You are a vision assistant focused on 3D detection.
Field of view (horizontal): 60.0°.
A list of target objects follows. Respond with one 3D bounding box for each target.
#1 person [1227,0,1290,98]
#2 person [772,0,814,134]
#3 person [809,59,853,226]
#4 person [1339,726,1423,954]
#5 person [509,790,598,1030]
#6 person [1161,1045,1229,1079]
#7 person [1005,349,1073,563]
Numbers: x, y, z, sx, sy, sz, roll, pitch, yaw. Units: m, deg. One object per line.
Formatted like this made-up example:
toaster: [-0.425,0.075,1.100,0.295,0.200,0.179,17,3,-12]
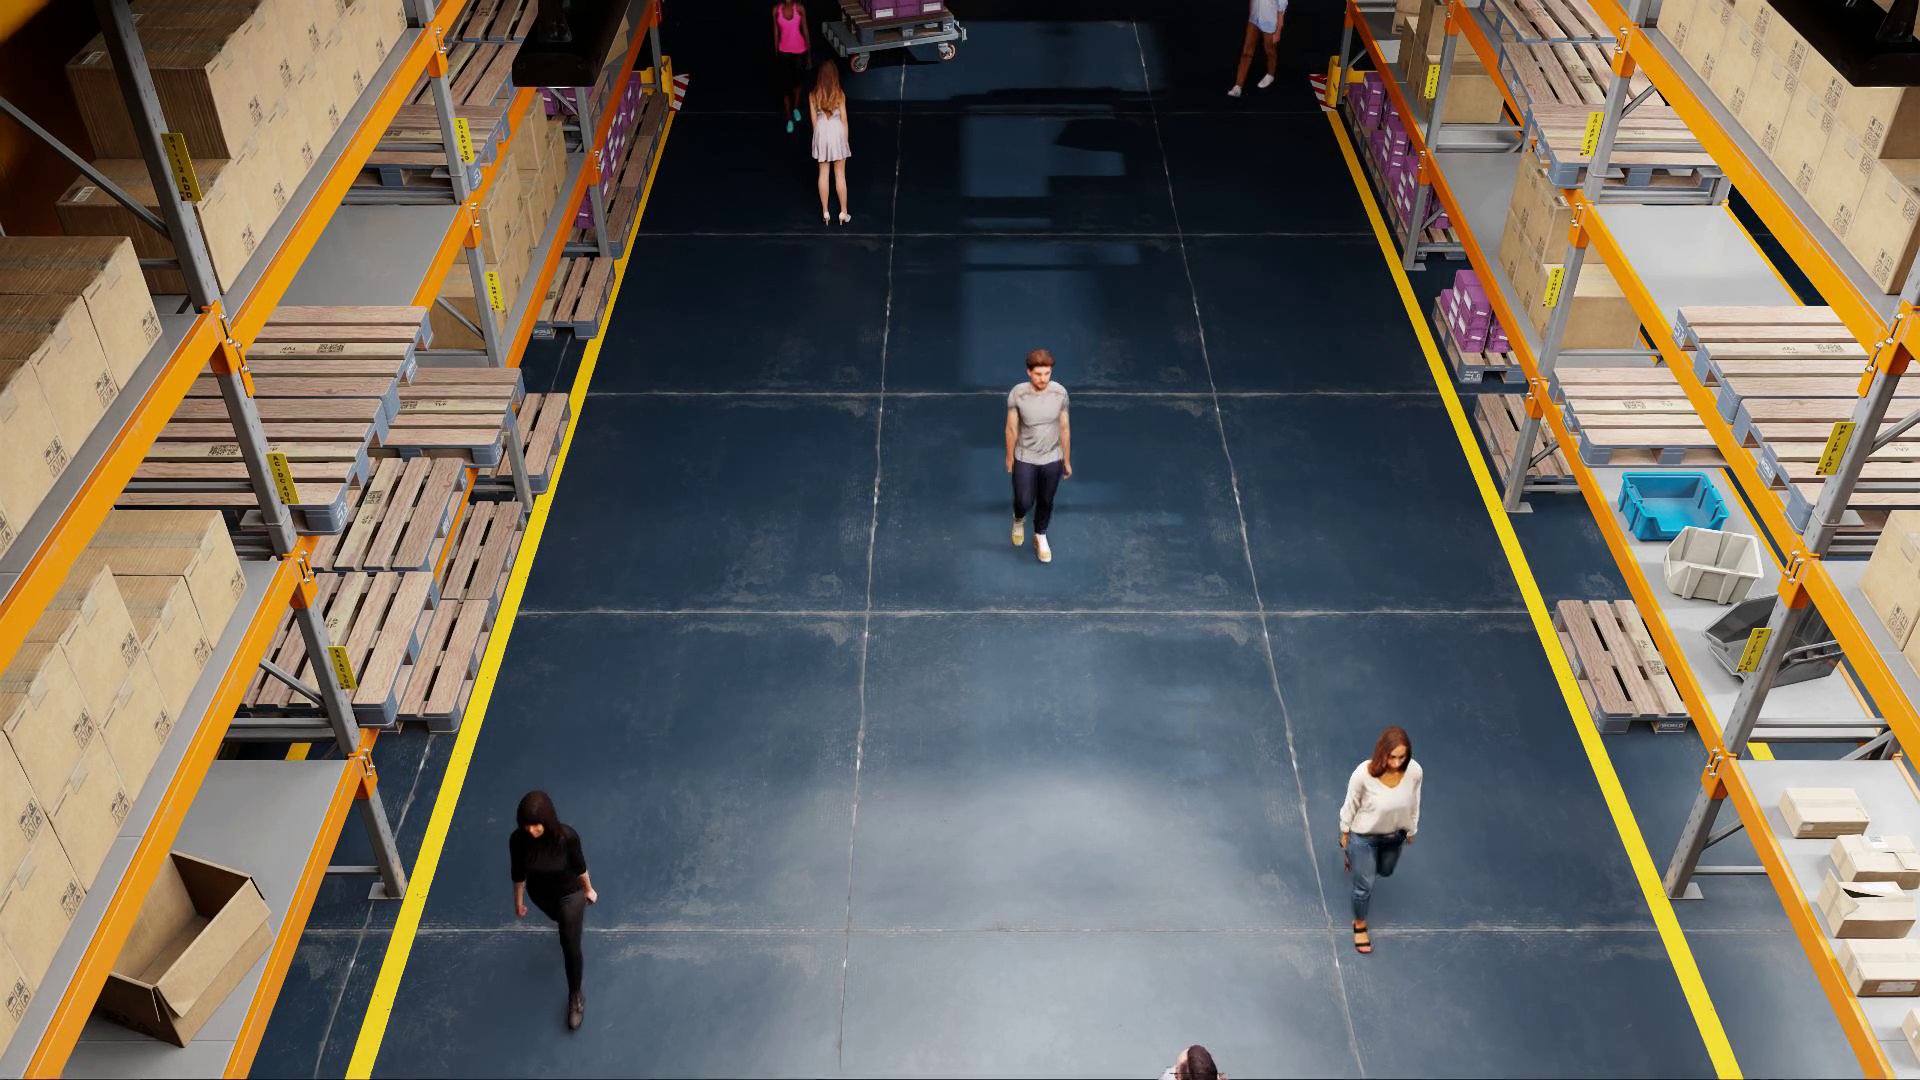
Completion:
person: [3.642,-6.122,19.602,1.140,1.771,1.271,27,46,30]
person: [-1.920,-5.588,18.993,0.655,1.697,0.917,-7,39,-9]
person: [-1.326,-4.059,17.020,0.588,1.769,0.606,5,39,6]
person: [2.467,1.683,9.916,0.696,1.663,0.951,-4,39,-5]
person: [-2.319,1.968,9.604,0.590,1.608,1.046,0,39,0]
person: [1.089,3.132,7.998,1.054,1.793,1.258,-19,42,-22]
person: [0.581,-0.693,12.716,0.701,1.881,0.735,-6,39,-7]
